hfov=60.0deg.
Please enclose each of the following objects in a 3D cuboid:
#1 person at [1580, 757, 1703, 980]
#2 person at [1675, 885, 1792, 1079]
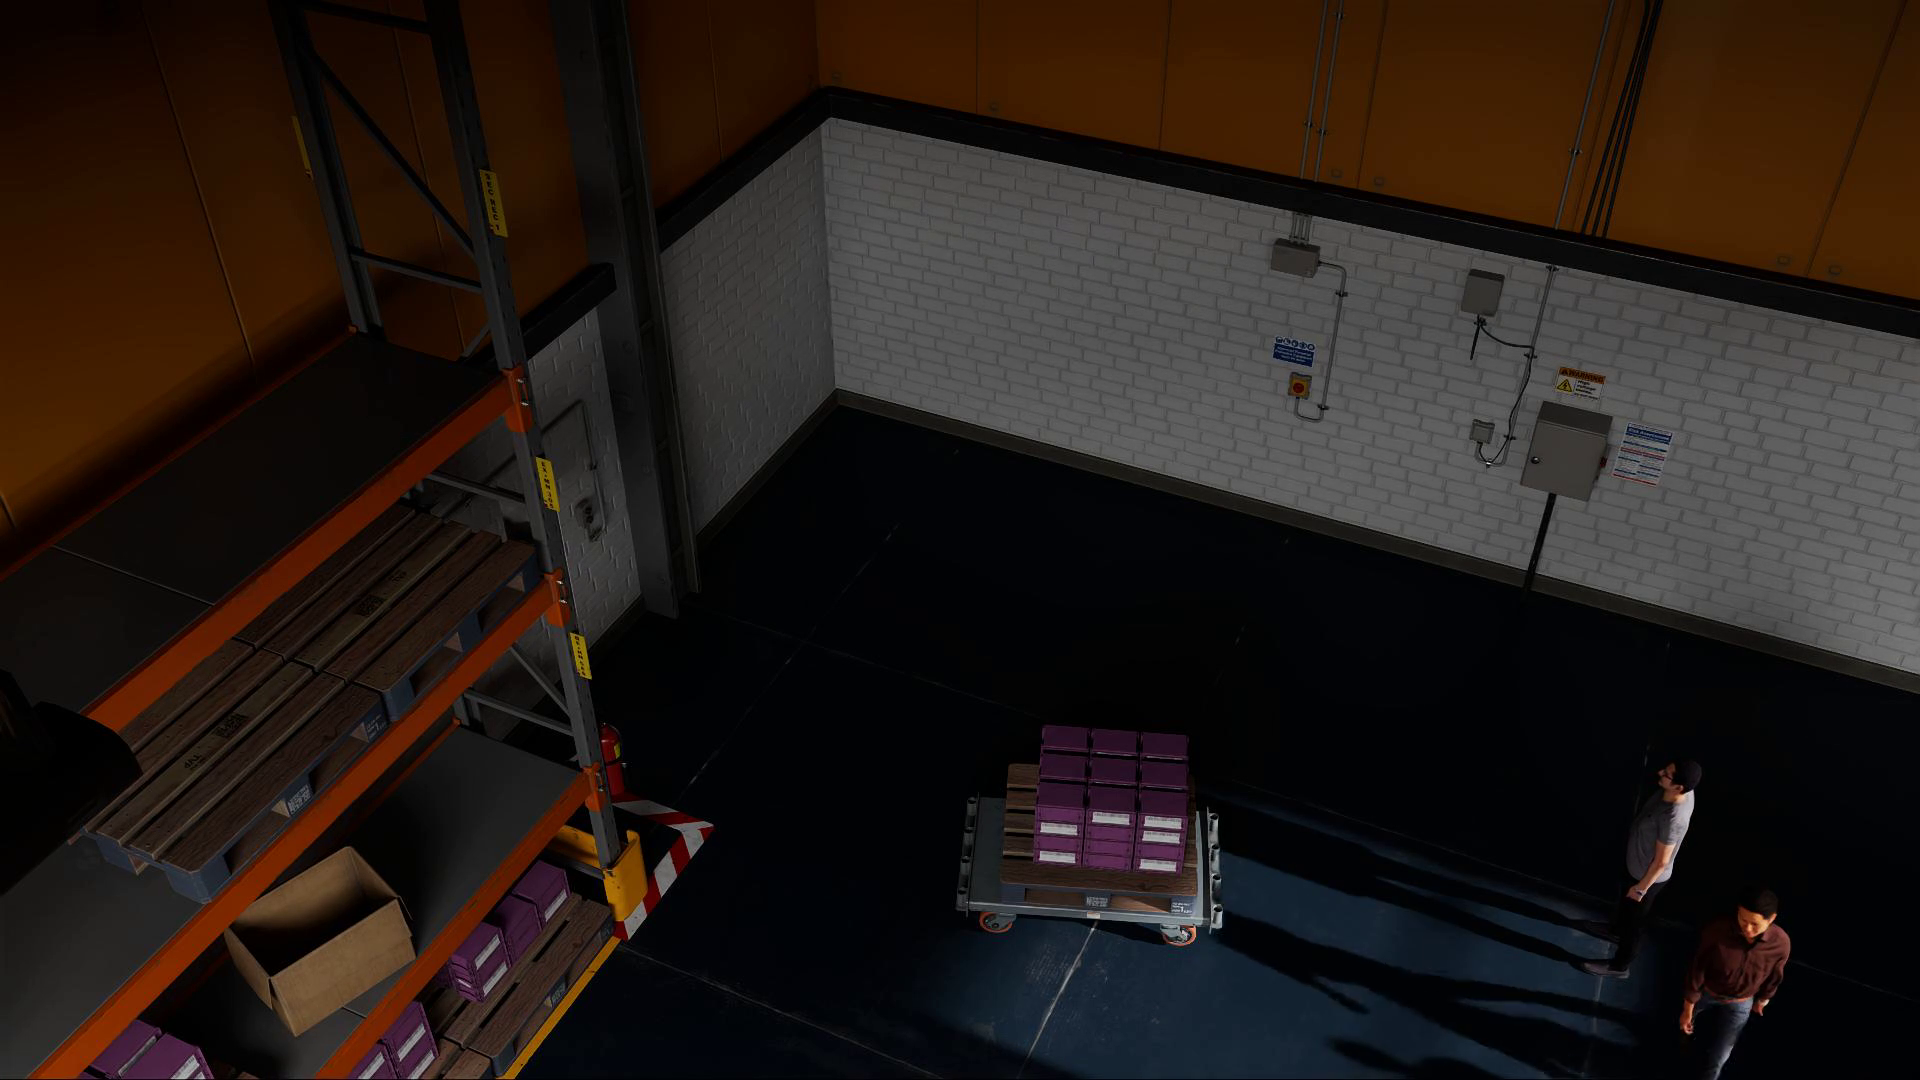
[{"bbox_3d":[4.090,1.918,9.884,0.678,1.755,0.498,13,40,16],"label":"person"},{"bbox_3d":[4.208,2.446,9.255,0.703,1.716,1.206,12,40,15],"label":"person"}]
